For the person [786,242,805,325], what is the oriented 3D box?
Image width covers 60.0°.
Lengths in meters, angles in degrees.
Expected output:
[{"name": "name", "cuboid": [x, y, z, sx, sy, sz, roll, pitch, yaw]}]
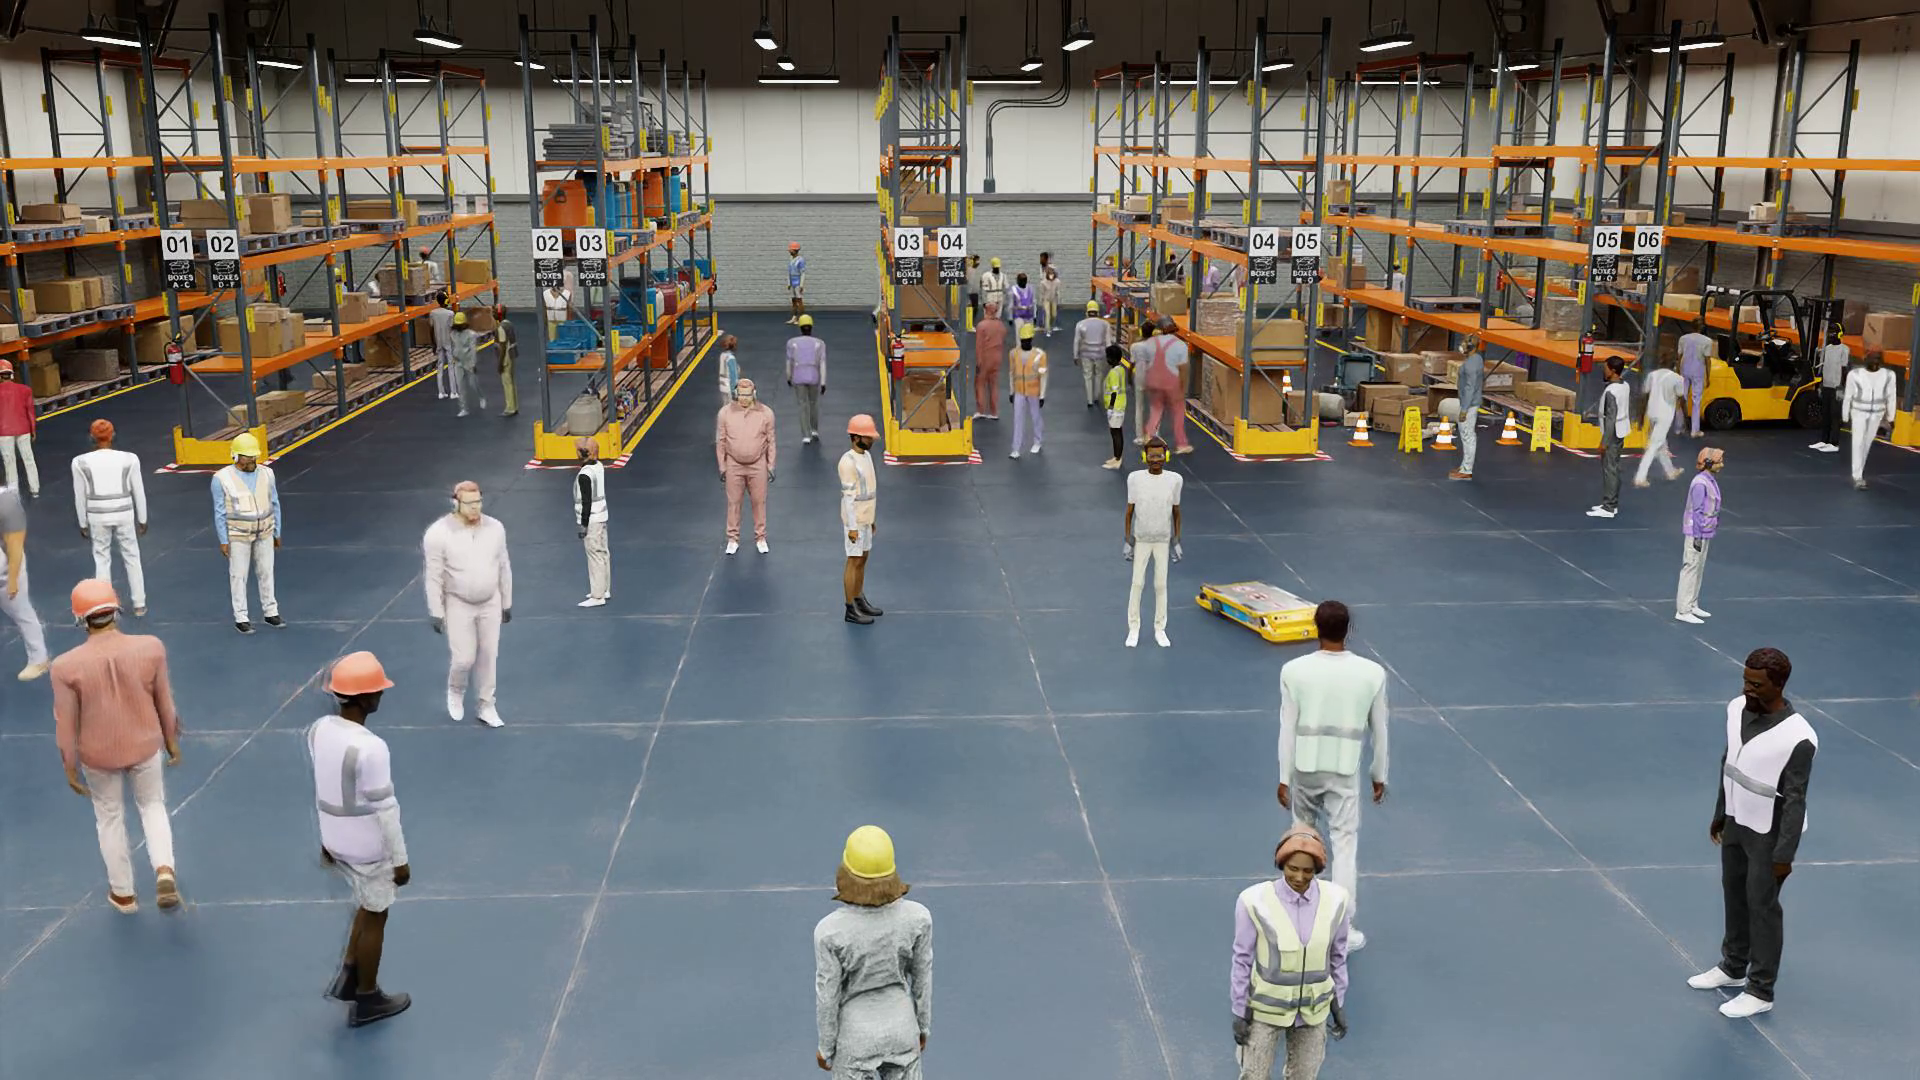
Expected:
[{"name": "person", "cuboid": [-4.061, -6.320, 41.055, 0.418, 2.048, 0.614, -11, 17, -38]}]

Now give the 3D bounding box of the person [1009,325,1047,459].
[{"name": "person", "cuboid": [0.965, -2.106, 23.539, 0.604, 1.880, 0.978, 5, 14, 21]}]

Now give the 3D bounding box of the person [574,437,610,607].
[{"name": "person", "cuboid": [-3.514, -0.179, 15.882, 0.310, 1.642, 0.514, 1, 13, 4]}]

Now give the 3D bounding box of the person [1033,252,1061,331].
[{"name": "person", "cuboid": [2.115, -5.933, 39.800, 0.757, 1.892, 0.625, -7, 15, -26]}]

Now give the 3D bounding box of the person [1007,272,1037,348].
[{"name": "person", "cuboid": [1.259, -4.599, 34.225, 0.636, 1.826, 0.673, -7, 15, -27]}]

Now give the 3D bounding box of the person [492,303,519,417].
[{"name": "person", "cuboid": [-7.397, -2.937, 27.133, 0.374, 1.841, 0.590, -1, 13, -6]}]

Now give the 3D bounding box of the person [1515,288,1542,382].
[{"name": "person", "cuboid": [10.616, -3.810, 31.022, 0.330, 1.751, 0.563, -11, 17, -38]}]

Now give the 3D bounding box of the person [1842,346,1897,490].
[{"name": "person", "cuboid": [11.732, -1.596, 21.507, 0.581, 1.837, 0.977, 3, 14, 13]}]

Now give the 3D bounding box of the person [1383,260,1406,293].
[{"name": "person", "cuboid": [10.108, -5.653, 38.803, 0.534, 1.767, 0.314, -1, 13, -6]}]

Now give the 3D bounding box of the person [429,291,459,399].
[{"name": "person", "cuboid": [-8.985, -3.397, 29.026, 0.523, 1.870, 0.317, 3, 14, 14]}]

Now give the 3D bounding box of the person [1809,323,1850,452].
[{"name": "person", "cuboid": [12.575, -2.200, 23.989, 0.329, 1.861, 0.504, -2, 13, -9]}]

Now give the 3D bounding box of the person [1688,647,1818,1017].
[{"name": "person", "cuboid": [4.028, 1.455, 8.391, 0.397, 1.911, 0.587, -2, 13, -9]}]

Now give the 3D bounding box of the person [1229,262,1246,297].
[{"name": "person", "cuboid": [7.360, -6.913, 44.164, 0.563, 1.753, 0.327, -11, 17, -40]}]

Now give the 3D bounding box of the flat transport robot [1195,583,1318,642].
[{"name": "flat transport robot", "cuboid": [2.811, 0.632, 15.382, 0.652, 0.197, 1.431, -5, 14, -20]}]

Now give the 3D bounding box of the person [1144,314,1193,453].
[{"name": "person", "cuboid": [2.968, -2.253, 23.812, 0.705, 2.000, 0.615, 9, 16, 33]}]

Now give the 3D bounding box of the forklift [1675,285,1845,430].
[{"name": "forklift", "cuboid": [12.503, -2.886, 26.166, 2.313, 2.155, 1.214, -1, 13, -3]}]

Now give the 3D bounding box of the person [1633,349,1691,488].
[{"name": "person", "cuboid": [9.088, -1.574, 21.476, 1.026, 1.783, 0.503, -6, 15, -25]}]

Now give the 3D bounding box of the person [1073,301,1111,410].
[{"name": "person", "cuboid": [2.214, -3.129, 28.036, 0.626, 1.792, 0.873, 0, 13, -1]}]

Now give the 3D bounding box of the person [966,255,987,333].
[{"name": "person", "cuboid": [0.390, -5.813, 39.318, 0.555, 1.843, 0.547, 12, 18, 41]}]

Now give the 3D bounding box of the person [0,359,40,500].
[{"name": "person", "cuboid": [-11.800, -1.372, 20.695, 0.343, 1.749, 0.572, 10, 17, 36]}]

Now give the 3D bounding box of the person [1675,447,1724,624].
[{"name": "person", "cuboid": [6.835, -0.050, 15.363, 0.311, 1.632, 0.515, 9, 16, 33]}]

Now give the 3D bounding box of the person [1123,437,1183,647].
[{"name": "person", "cuboid": [1.688, 0.018, 14.556, 0.519, 1.874, 0.327, 0, 13, 1]}]

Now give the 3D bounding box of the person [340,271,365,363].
[{"name": "person", "cuboid": [-12.433, -4.575, 33.904, 0.543, 1.928, 0.400, -11, 17, -39]}]

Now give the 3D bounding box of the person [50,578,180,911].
[{"name": "person", "cuboid": [-4.717, 1.191, 9.364, 0.632, 1.972, 0.622, -10, 16, -36]}]

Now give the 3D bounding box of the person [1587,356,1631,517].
[{"name": "person", "cuboid": [7.732, -1.226, 19.722, 0.392, 1.920, 0.587, 9, 16, 33]}]

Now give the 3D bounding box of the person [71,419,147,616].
[{"name": "person", "cuboid": [-7.859, -0.190, 15.419, 0.578, 1.879, 0.370, -7, 15, -28]}]

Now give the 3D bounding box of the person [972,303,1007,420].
[{"name": "person", "cuboid": [0.494, -2.869, 26.808, 0.688, 1.863, 0.487, -11, 17, -40]}]

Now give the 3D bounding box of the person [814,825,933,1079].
[{"name": "person", "cuboid": [-0.346, 1.957, 6.612, 0.487, 1.746, 0.290, -5, 14, -21]}]

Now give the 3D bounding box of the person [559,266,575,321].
[{"name": "person", "cuboid": [-8.725, -5.275, 36.715, 0.392, 1.991, 0.624, 5, 14, 20]}]

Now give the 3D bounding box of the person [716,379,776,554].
[{"name": "person", "cuboid": [-2.298, -0.791, 17.921, 0.638, 1.902, 0.407, -2, 13, -8]}]

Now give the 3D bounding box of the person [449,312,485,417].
[{"name": "person", "cuboid": [-8.091, -2.906, 27.276, 0.492, 1.709, 0.606, 3, 14, 11]}]

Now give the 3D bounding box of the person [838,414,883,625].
[{"name": "person", "cuboid": [-0.909, -0.200, 15.334, 0.355, 1.938, 0.544, 4, 14, 15]}]

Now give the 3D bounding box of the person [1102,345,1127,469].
[{"name": "person", "cuboid": [2.107, -1.810, 22.681, 0.319, 1.693, 0.532, 3, 14, 14]}]

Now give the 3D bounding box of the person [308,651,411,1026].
[{"name": "person", "cuboid": [-2.936, 1.480, 8.253, 0.564, 1.917, 0.411, 11, 17, 39]}]

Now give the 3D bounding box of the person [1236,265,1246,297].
[{"name": "person", "cuboid": [7.291, -6.716, 43.314, 0.329, 1.765, 0.526, 2, 13, 10]}]

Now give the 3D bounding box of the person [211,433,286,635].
[{"name": "person", "cuboid": [-6.400, -0.063, 15.011, 0.403, 1.824, 0.591, 12, 18, 41]}]

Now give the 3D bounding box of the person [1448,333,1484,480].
[{"name": "person", "cuboid": [6.685, -1.755, 21.920, 0.372, 1.940, 0.629, 5, 14, 21]}]

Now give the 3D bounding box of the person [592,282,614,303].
[{"name": "person", "cuboid": [-8.210, -5.428, 38.168, 0.515, 1.615, 0.561, 1, 13, 2]}]

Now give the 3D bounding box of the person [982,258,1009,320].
[{"name": "person", "cuboid": [0.838, -5.374, 37.343, 0.633, 1.889, 0.621, -6, 15, -25]}]

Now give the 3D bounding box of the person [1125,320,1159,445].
[{"name": "person", "cuboid": [2.704, -2.298, 24.387, 0.551, 1.860, 0.537, -2, 13, -8]}]

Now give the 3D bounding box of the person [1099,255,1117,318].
[{"name": "person", "cuboid": [3.835, -6.531, 42.827, 0.518, 1.614, 0.413, 11, 17, 40]}]

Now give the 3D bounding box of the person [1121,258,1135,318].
[{"name": "person", "cuboid": [4.090, -6.124, 41.071, 0.523, 1.638, 0.310, -4, 14, -17]}]

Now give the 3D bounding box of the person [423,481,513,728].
[{"name": "person", "cuboid": [-3.654, 0.489, 12.497, 0.667, 1.895, 0.427, -12, 18, -41]}]

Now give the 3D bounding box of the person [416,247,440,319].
[{"name": "person", "cuboid": [-12.835, -6.058, 40.085, 0.634, 1.981, 0.994, 1, 13, 5]}]

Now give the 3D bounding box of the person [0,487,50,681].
[{"name": "person", "cuboid": [-7.805, 0.229, 13.297, 0.691, 2.000, 1.050, 2, 13, 7]}]

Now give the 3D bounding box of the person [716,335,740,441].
[{"name": "person", "cuboid": [-3.395, -2.194, 24.450, 0.466, 1.635, 0.527, -5, 14, -19]}]

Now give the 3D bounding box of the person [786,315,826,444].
[{"name": "person", "cuboid": [-2.305, -2.415, 24.859, 0.586, 1.865, 1.003, -2, 13, -10]}]

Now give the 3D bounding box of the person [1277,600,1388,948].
[{"name": "person", "cuboid": [2.070, 1.288, 9.235, 0.612, 1.864, 0.855, 1, 13, 6]}]

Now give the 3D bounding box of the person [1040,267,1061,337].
[{"name": "person", "cuboid": [2.096, -5.536, 38.639, 0.511, 1.608, 0.465, -2, 13, -10]}]

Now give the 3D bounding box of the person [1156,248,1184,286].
[{"name": "person", "cuboid": [4.911, -5.820, 38.967, 0.656, 2.010, 0.853, 1, 13, 5]}]

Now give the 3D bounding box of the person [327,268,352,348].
[{"name": "person", "cuboid": [-13.532, -5.044, 36.282, 0.485, 1.739, 0.313, -11, 17, -40]}]

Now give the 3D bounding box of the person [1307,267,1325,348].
[{"name": "person", "cuboid": [7.795, -5.088, 36.436, 0.341, 1.752, 0.563, 3, 14, 13]}]

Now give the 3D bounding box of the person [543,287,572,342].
[{"name": "person", "cuboid": [-7.990, -4.330, 33.044, 0.563, 1.837, 0.389, -1, 13, -5]}]

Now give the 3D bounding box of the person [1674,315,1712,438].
[{"name": "person", "cuboid": [11.088, -2.473, 25.163, 0.336, 1.844, 0.508, -12, 18, -42]}]

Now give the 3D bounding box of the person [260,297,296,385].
[{"name": "person", "cuboid": [-12.730, -3.726, 30.786, 0.562, 1.708, 0.893, 2, 13, 7]}]

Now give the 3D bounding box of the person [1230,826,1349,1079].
[{"name": "person", "cuboid": [1.353, 1.950, 6.870, 0.512, 1.638, 0.312, -3, 14, -11]}]
